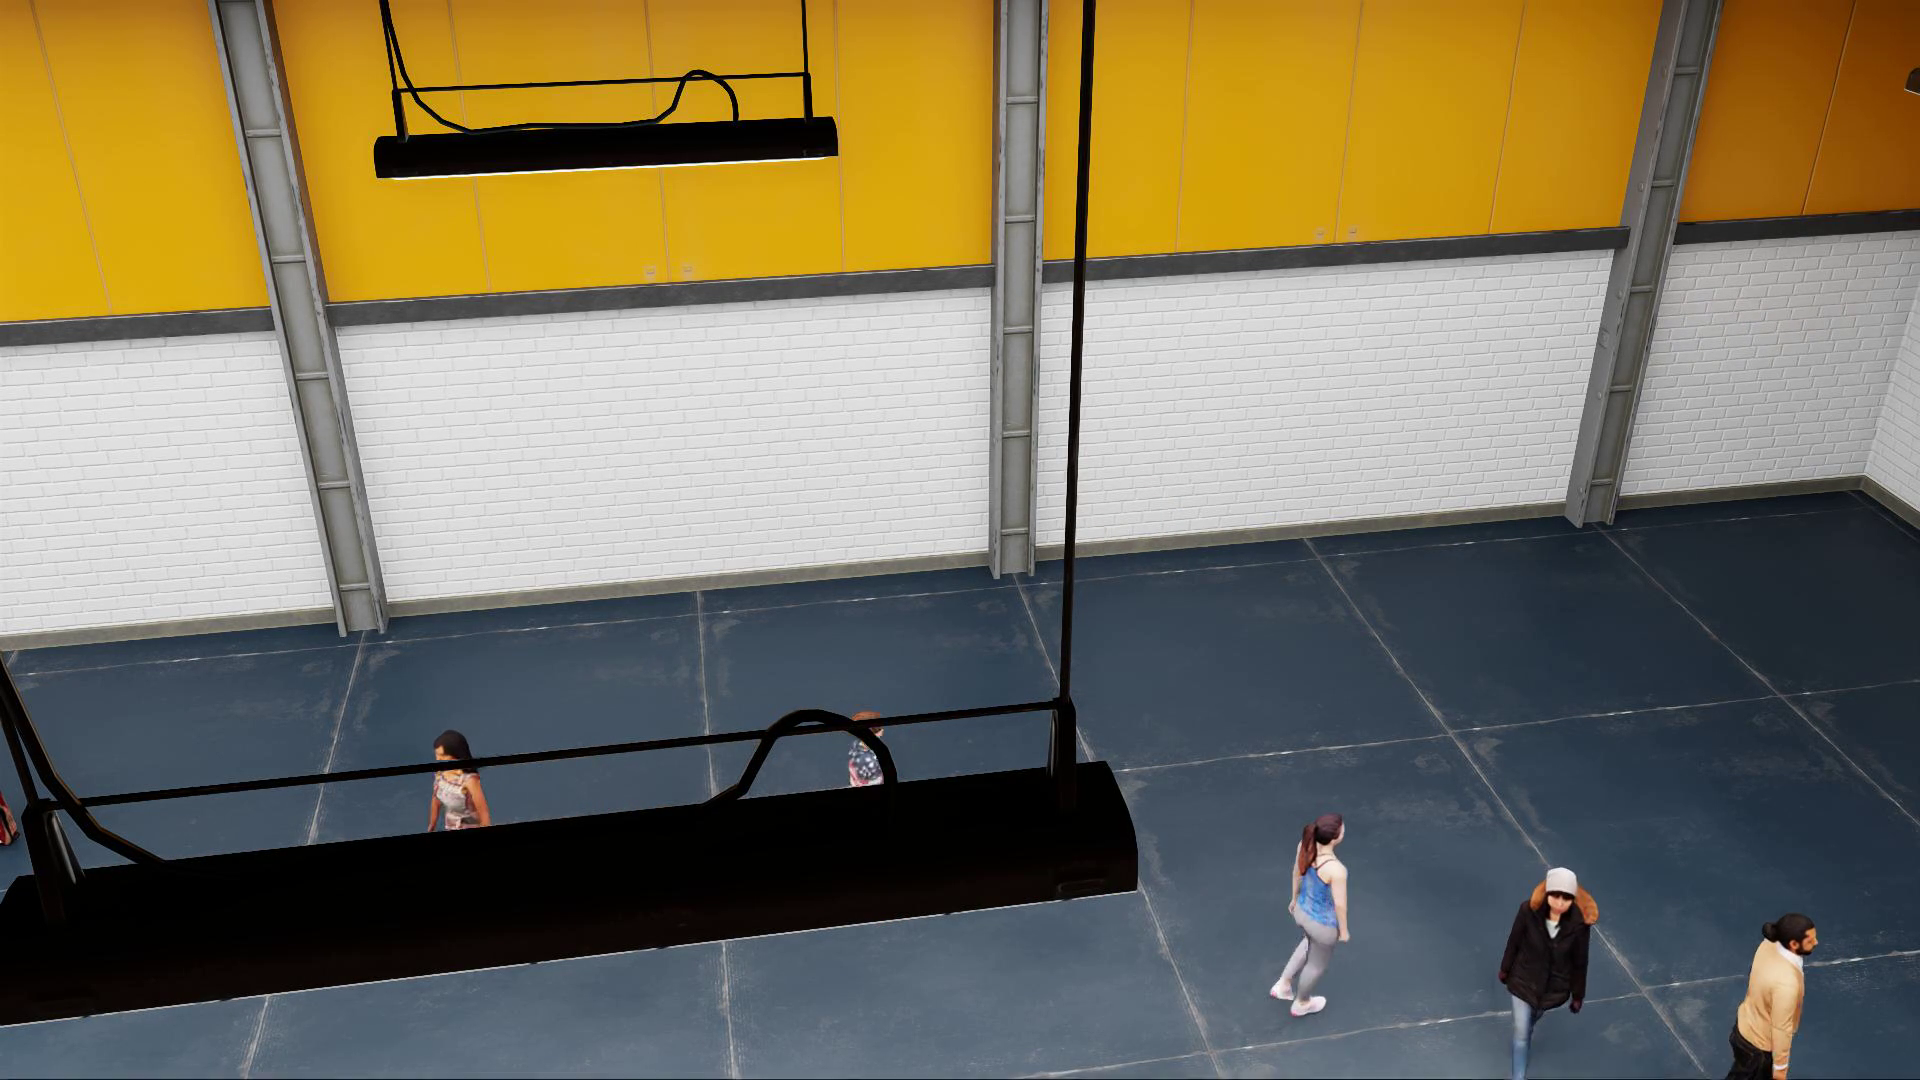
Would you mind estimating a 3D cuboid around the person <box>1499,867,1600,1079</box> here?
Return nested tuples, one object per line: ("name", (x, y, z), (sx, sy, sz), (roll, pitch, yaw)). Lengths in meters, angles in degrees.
("person", (3.526, 2.617, 10.099), (1.083, 1.592, 0.963), (6, 29, 11))

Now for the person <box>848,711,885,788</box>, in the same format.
("person", (-0.704, 1.842, 11.704), (1.013, 1.414, 0.685), (-11, 31, -20))

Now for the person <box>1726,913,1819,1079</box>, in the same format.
("person", (4.507, 2.849, 9.528), (1.222, 1.730, 1.031), (11, 30, 19))

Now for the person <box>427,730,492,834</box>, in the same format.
("person", (-3.277, 1.935, 11.316), (0.955, 1.623, 0.870), (-24, 37, -37))

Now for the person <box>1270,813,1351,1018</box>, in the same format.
("person", (2.198, 2.400, 10.488), (0.703, 1.599, 0.640), (-13, 31, -22))
